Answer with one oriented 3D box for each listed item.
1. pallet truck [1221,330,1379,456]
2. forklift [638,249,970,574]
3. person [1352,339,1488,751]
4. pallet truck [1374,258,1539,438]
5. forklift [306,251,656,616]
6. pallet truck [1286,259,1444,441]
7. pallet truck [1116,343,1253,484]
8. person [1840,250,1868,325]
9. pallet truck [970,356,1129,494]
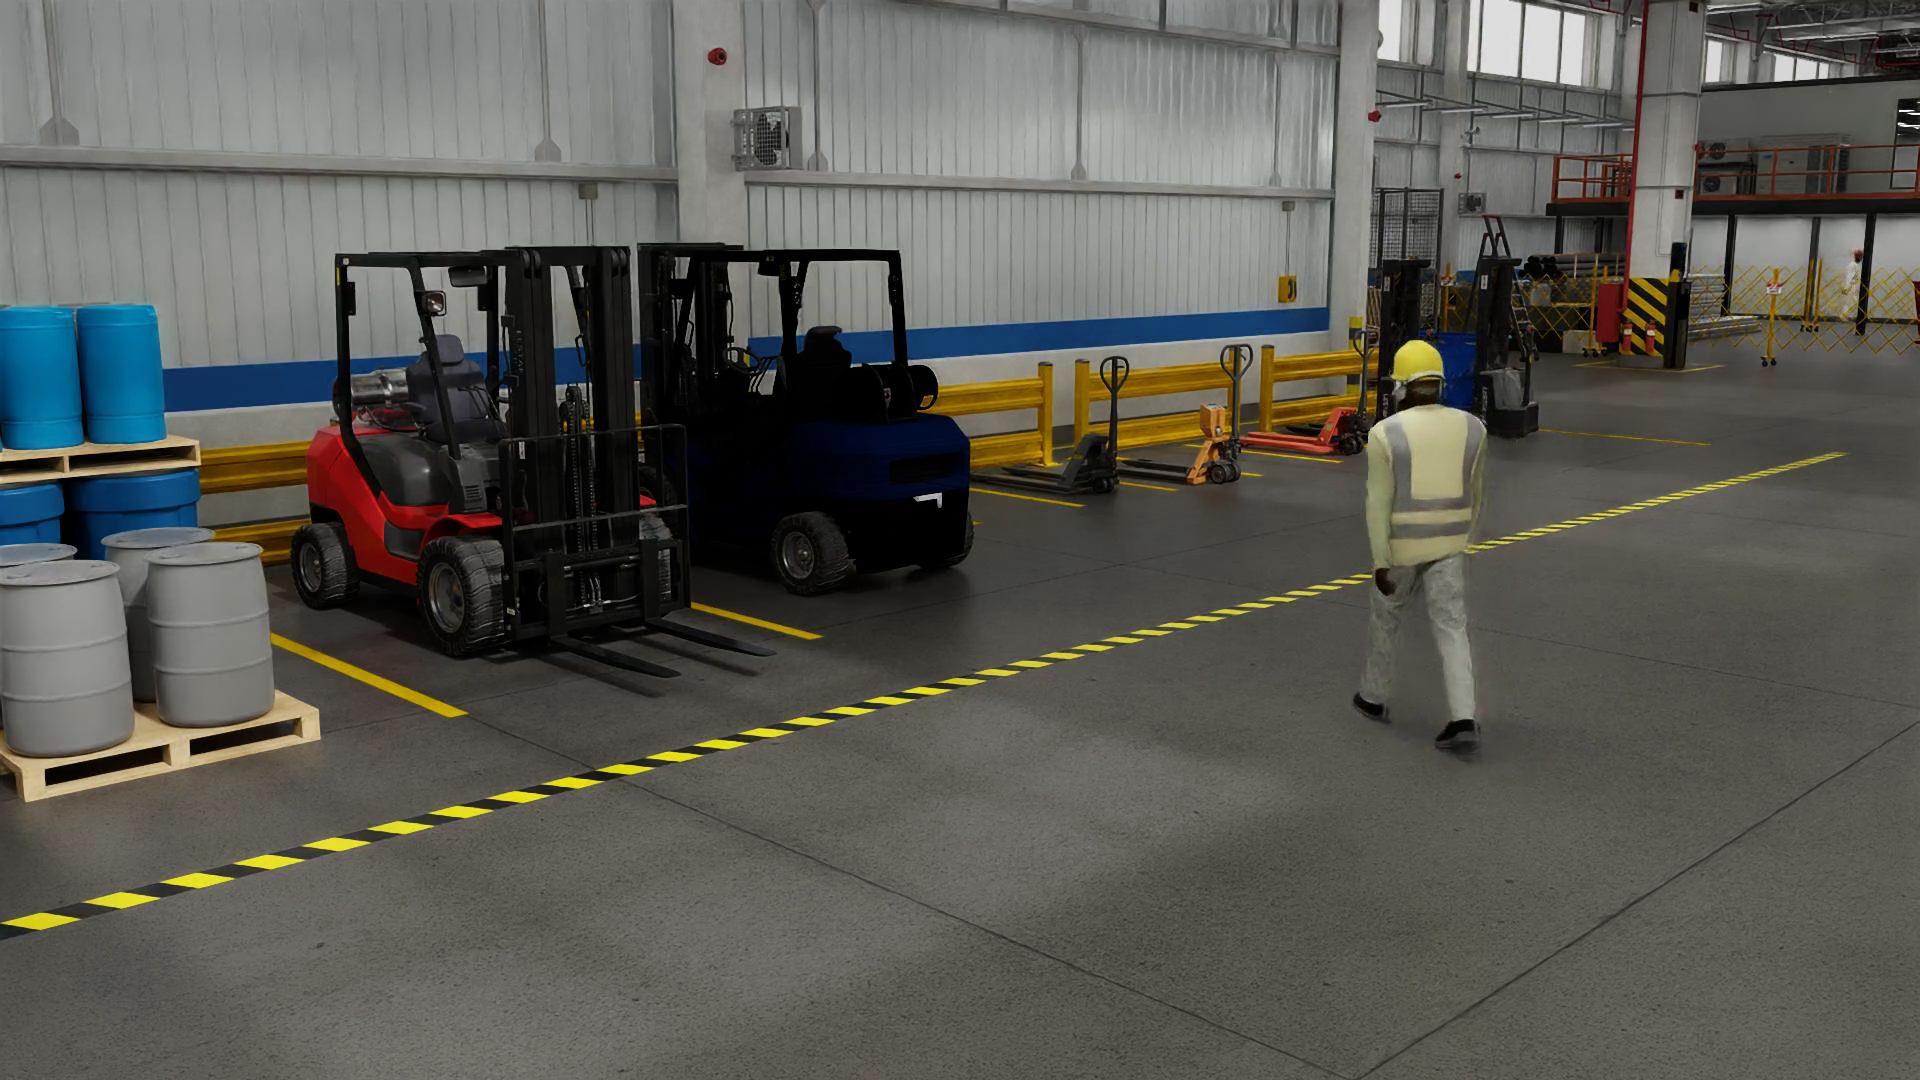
[{"bbox_3d":[3.563,-1.581,17.381,0.653,1.274,1.630,-10,14,-44],"label":"pallet truck"},{"bbox_3d":[-1.173,-0.958,11.239,2.680,1.987,1.157,10,14,43],"label":"forklift"},{"bbox_3d":[2.060,0.015,7.369,0.585,1.794,0.928,-2,11,-9],"label":"person"},{"bbox_3d":[5.704,-2.208,18.901,1.885,1.965,0.823,10,14,43],"label":"pallet truck"},{"bbox_3d":[-2.833,-0.669,9.694,1.157,1.987,2.680,-10,14,-44],"label":"forklift"},{"bbox_3d":[4.493,-2.078,18.196,0.823,1.965,1.885,-9,14,-40],"label":"pallet truck"},{"bbox_3d":[1.962,-1.215,15.415,1.522,1.261,0.704,10,14,43],"label":"pallet truck"},{"bbox_3d":[22.480,-6.297,41.569,0.614,1.856,0.803,-10,14,-44],"label":"person"},{"bbox_3d":[0.784,-1.085,14.876,0.680,1.201,1.601,-10,14,-44],"label":"pallet truck"}]
